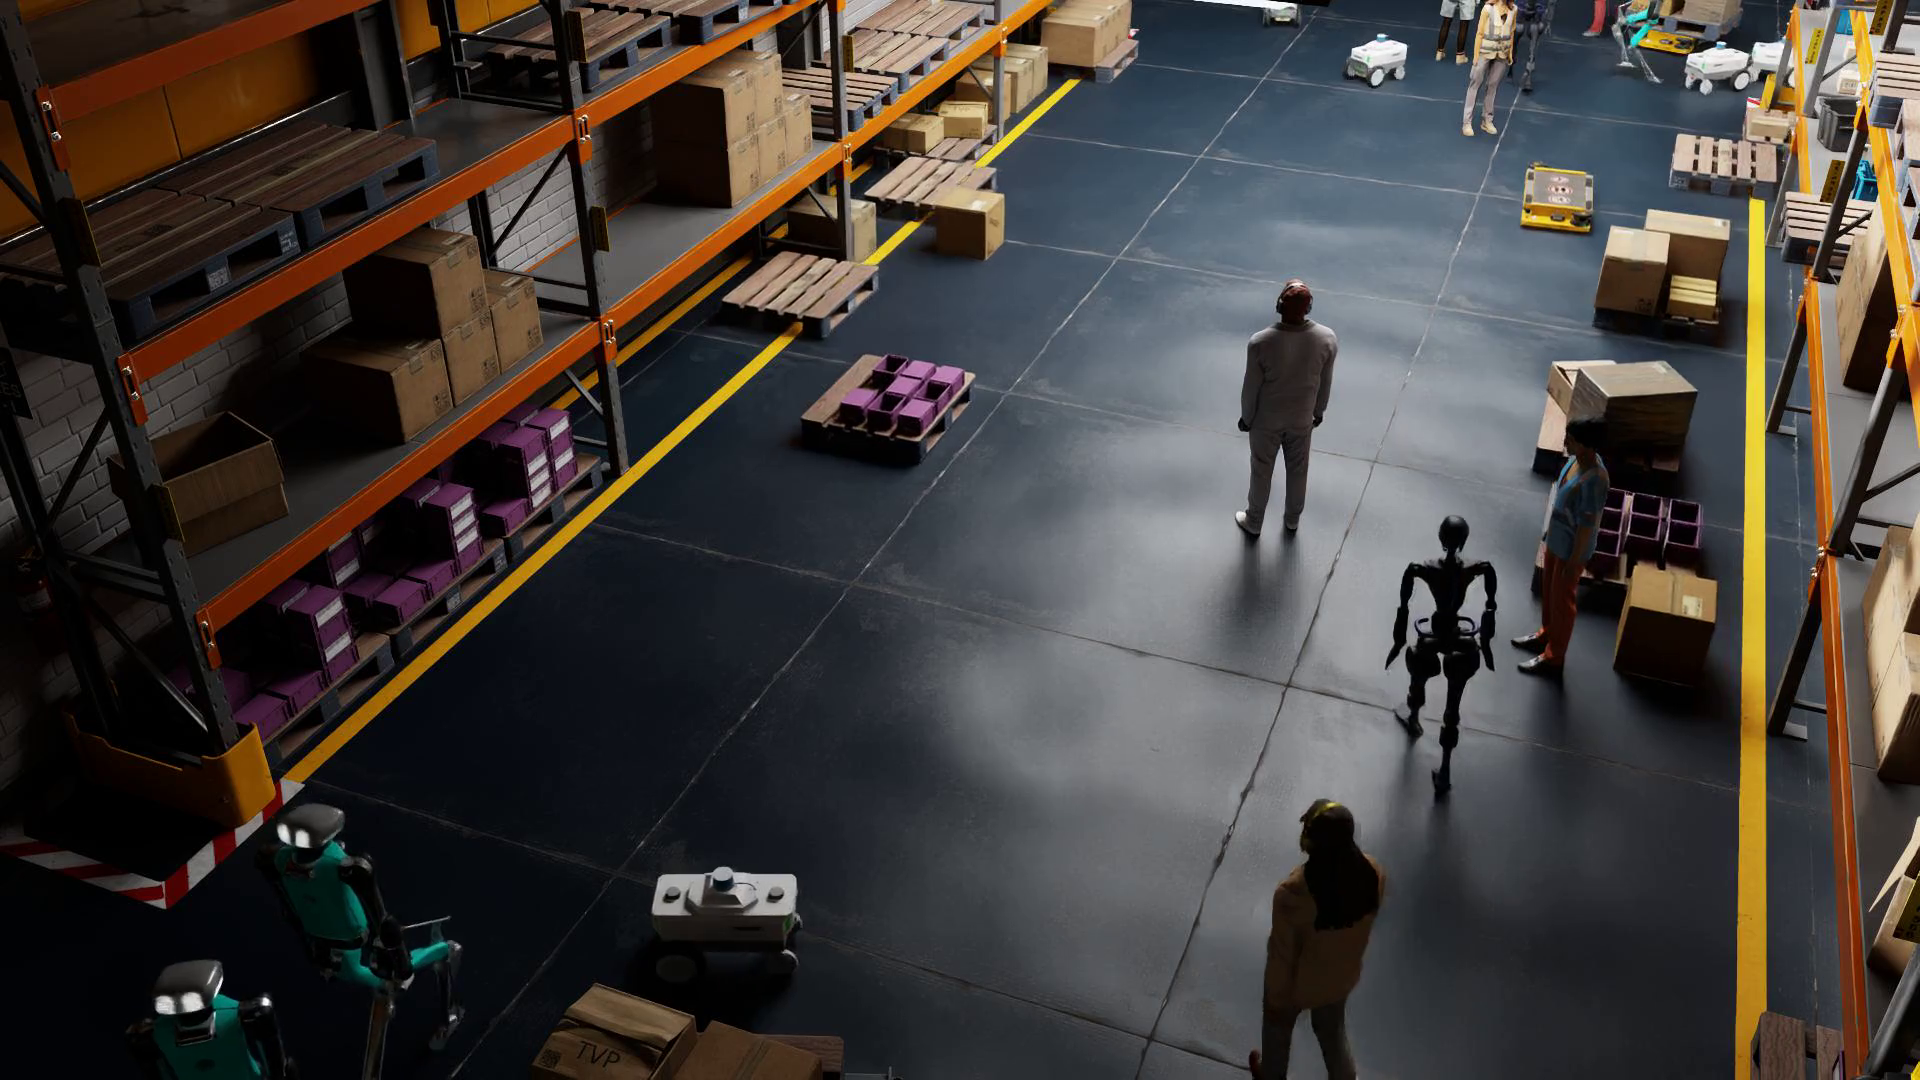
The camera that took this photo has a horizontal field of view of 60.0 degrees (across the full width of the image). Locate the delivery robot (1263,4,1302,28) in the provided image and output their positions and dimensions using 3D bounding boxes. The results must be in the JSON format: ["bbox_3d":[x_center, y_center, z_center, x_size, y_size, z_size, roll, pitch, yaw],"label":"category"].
[{"bbox_3d":[4.377,-7.283,22.604,0.499,0.599,0.784,2,33,3],"label":"delivery robot"}]

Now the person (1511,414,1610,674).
[{"bbox_3d":[3.707,0.023,10.185,0.335,1.759,0.495,2,33,3],"label":"person"}]

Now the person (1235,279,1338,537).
[{"bbox_3d":[2.221,-0.898,11.474,0.642,1.908,0.414,-6,33,-9],"label":"person"}]

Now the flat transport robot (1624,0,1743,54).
[{"bbox_3d":[9.526,-6.711,21.978,0.659,0.231,1.431,23,40,32],"label":"flat transport robot"}]

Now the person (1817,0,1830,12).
[{"bbox_3d":[12.118,-8.194,22.877,0.518,1.789,0.970,12,35,18],"label":"person"}]

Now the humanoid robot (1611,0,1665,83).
[{"bbox_3d":[8.322,-6.478,20.288,0.851,1.783,0.554,13,35,19],"label":"humanoid robot"}]

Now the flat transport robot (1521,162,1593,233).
[{"bbox_3d":[6.116,-3.511,17.026,0.659,0.231,1.431,10,34,15],"label":"flat transport robot"}]

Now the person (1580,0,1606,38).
[{"bbox_3d":[8.471,-7.511,21.853,0.636,1.740,0.431,-25,40,-33],"label":"person"}]

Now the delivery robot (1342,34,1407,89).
[{"bbox_3d":[5.127,-5.900,20.471,0.790,0.607,0.499,-20,38,-27],"label":"delivery robot"}]

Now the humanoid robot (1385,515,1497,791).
[{"bbox_3d":[2.746,0.593,9.426,0.610,1.618,0.794,1,33,1],"label":"humanoid robot"}]

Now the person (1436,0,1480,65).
[{"bbox_3d":[6.293,-6.838,20.866,0.534,1.693,0.320,22,39,30],"label":"person"}]

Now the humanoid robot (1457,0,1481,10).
[{"bbox_3d":[6.915,-8.025,22.682,1.011,1.748,0.537,-19,38,-27],"label":"humanoid robot"}]

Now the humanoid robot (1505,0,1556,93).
[{"bbox_3d":[6.829,-6.229,19.969,0.595,1.619,0.782,6,33,9],"label":"humanoid robot"}]

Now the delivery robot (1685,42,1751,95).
[{"bbox_3d":[9.223,-5.747,20.229,0.773,0.602,0.523,-11,34,-16],"label":"delivery robot"}]

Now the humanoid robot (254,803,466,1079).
[{"bbox_3d":[-2.616,1.745,7.559,0.542,1.775,0.903,8,34,13],"label":"humanoid robot"}]

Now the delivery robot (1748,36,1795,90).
[{"bbox_3d":[10.112,-5.861,20.417,0.815,0.614,0.499,16,36,23],"label":"delivery robot"}]

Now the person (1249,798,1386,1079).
[{"bbox_3d":[1.561,1.896,7.196,0.549,1.856,0.711,-10,34,-14],"label":"person"}]

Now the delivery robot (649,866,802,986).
[{"bbox_3d":[-1.189,1.902,8.390,0.802,0.600,0.499,0,33,0],"label":"delivery robot"}]

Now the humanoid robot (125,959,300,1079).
[{"bbox_3d":[-2.940,2.207,6.850,0.531,1.774,0.981,-9,34,-14],"label":"humanoid robot"}]

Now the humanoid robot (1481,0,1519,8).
[{"bbox_3d":[6.827,-6.962,21.070,0.615,1.633,0.438,21,39,30],"label":"humanoid robot"}]

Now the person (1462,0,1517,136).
[{"bbox_3d":[5.955,-5.408,18.577,0.469,1.771,0.321,-7,33,-10],"label":"person"}]
